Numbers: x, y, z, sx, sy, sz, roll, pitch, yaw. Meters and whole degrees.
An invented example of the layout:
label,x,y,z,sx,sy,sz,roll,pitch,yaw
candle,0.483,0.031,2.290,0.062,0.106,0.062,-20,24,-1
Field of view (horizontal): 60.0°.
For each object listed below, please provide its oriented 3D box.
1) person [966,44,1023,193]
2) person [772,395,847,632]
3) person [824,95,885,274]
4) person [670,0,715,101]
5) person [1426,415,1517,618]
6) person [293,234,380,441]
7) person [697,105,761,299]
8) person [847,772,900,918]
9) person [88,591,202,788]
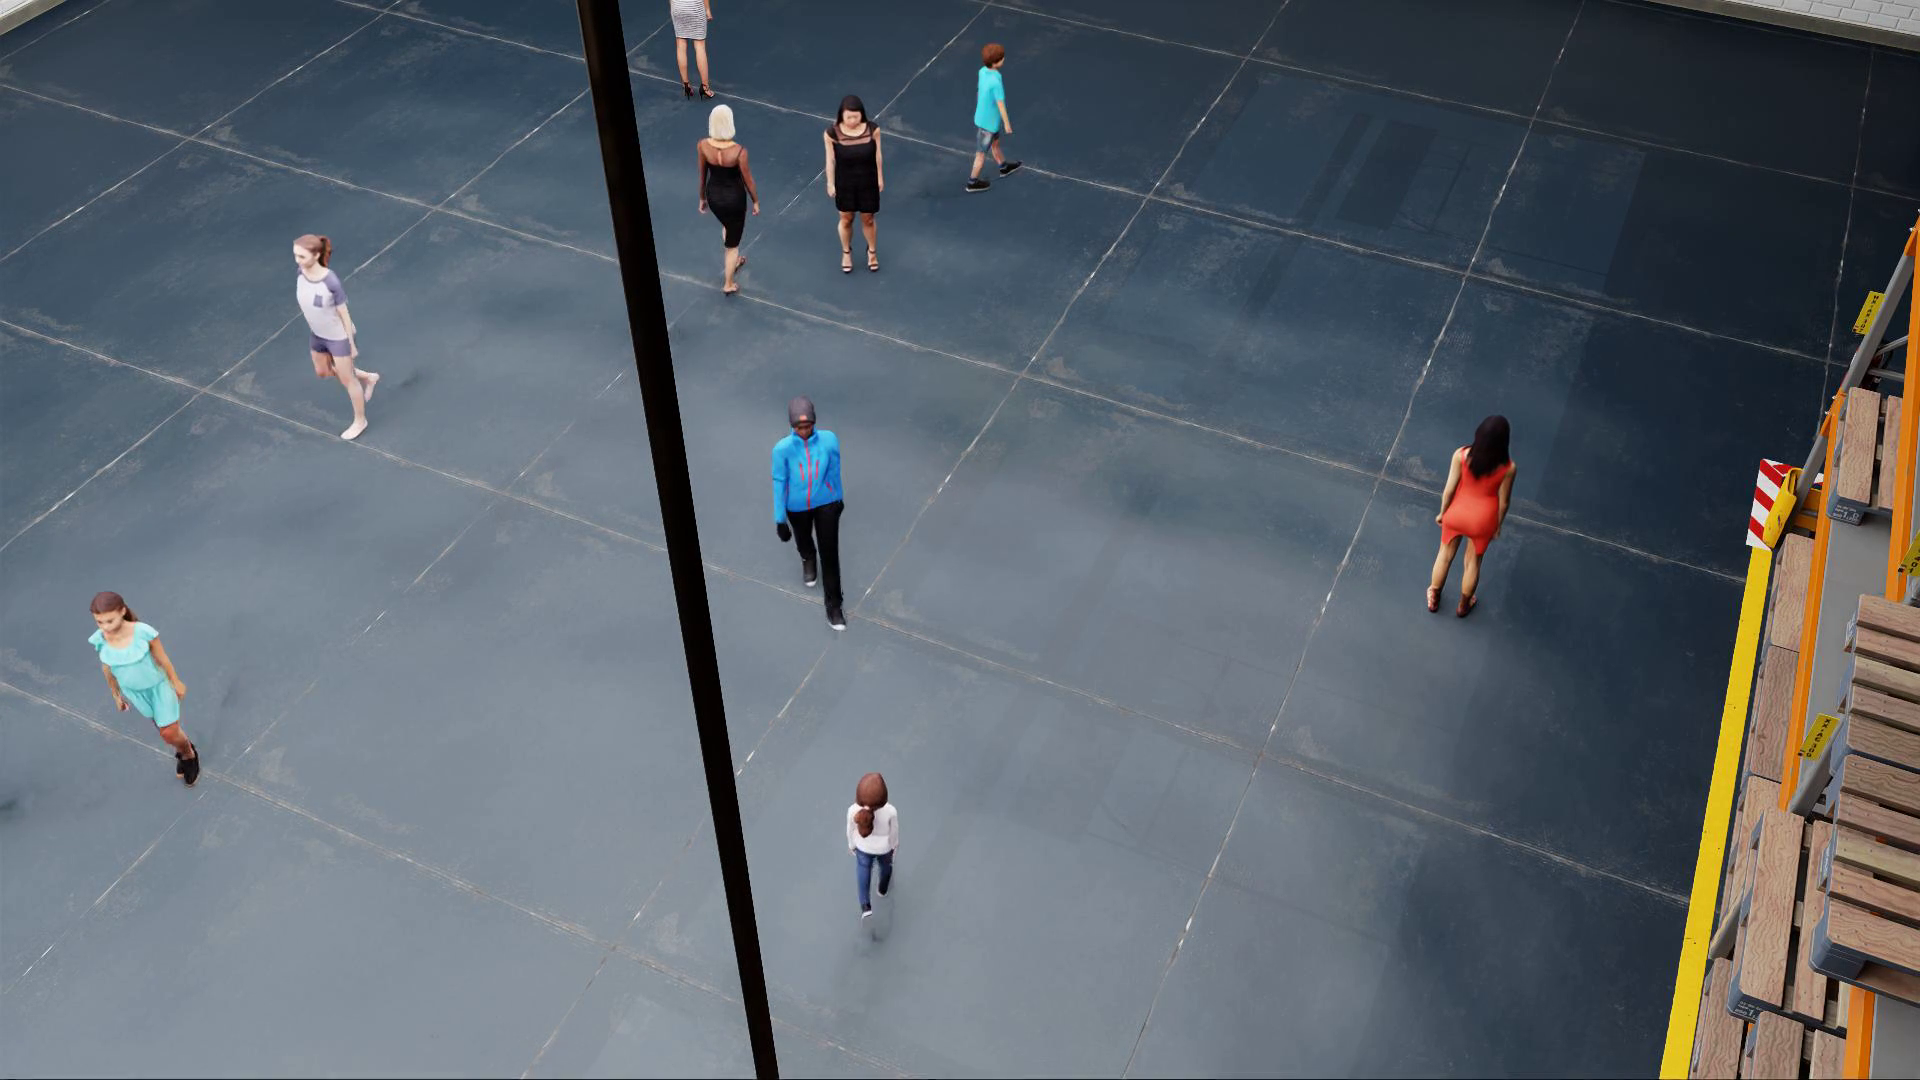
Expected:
label,x,y,z,sx,sy,sz,roll,pitch,yaw
person,0.196,-3.859,15.273,0.921,1.422,0.854,-15,46,-16
person,-1.030,-0.299,11.300,1.073,1.747,1.232,-8,44,-8
person,-0.897,-3.043,14.208,0.747,1.711,0.780,-7,44,-7
person,-2.683,-5.201,16.392,0.626,1.823,0.582,11,45,11
person,3.427,-0.149,11.164,0.584,1.718,0.530,16,46,16
person,-4.712,-1.603,12.662,0.625,1.757,0.796,23,48,23
person,-1.985,-2.780,13.923,0.681,1.722,0.836,14,45,14
person,-0.500,1.776,9.591,0.583,1.101,0.724,2,44,2
person,-4.981,0.841,10.244,0.661,1.553,0.712,-2,44,-2
